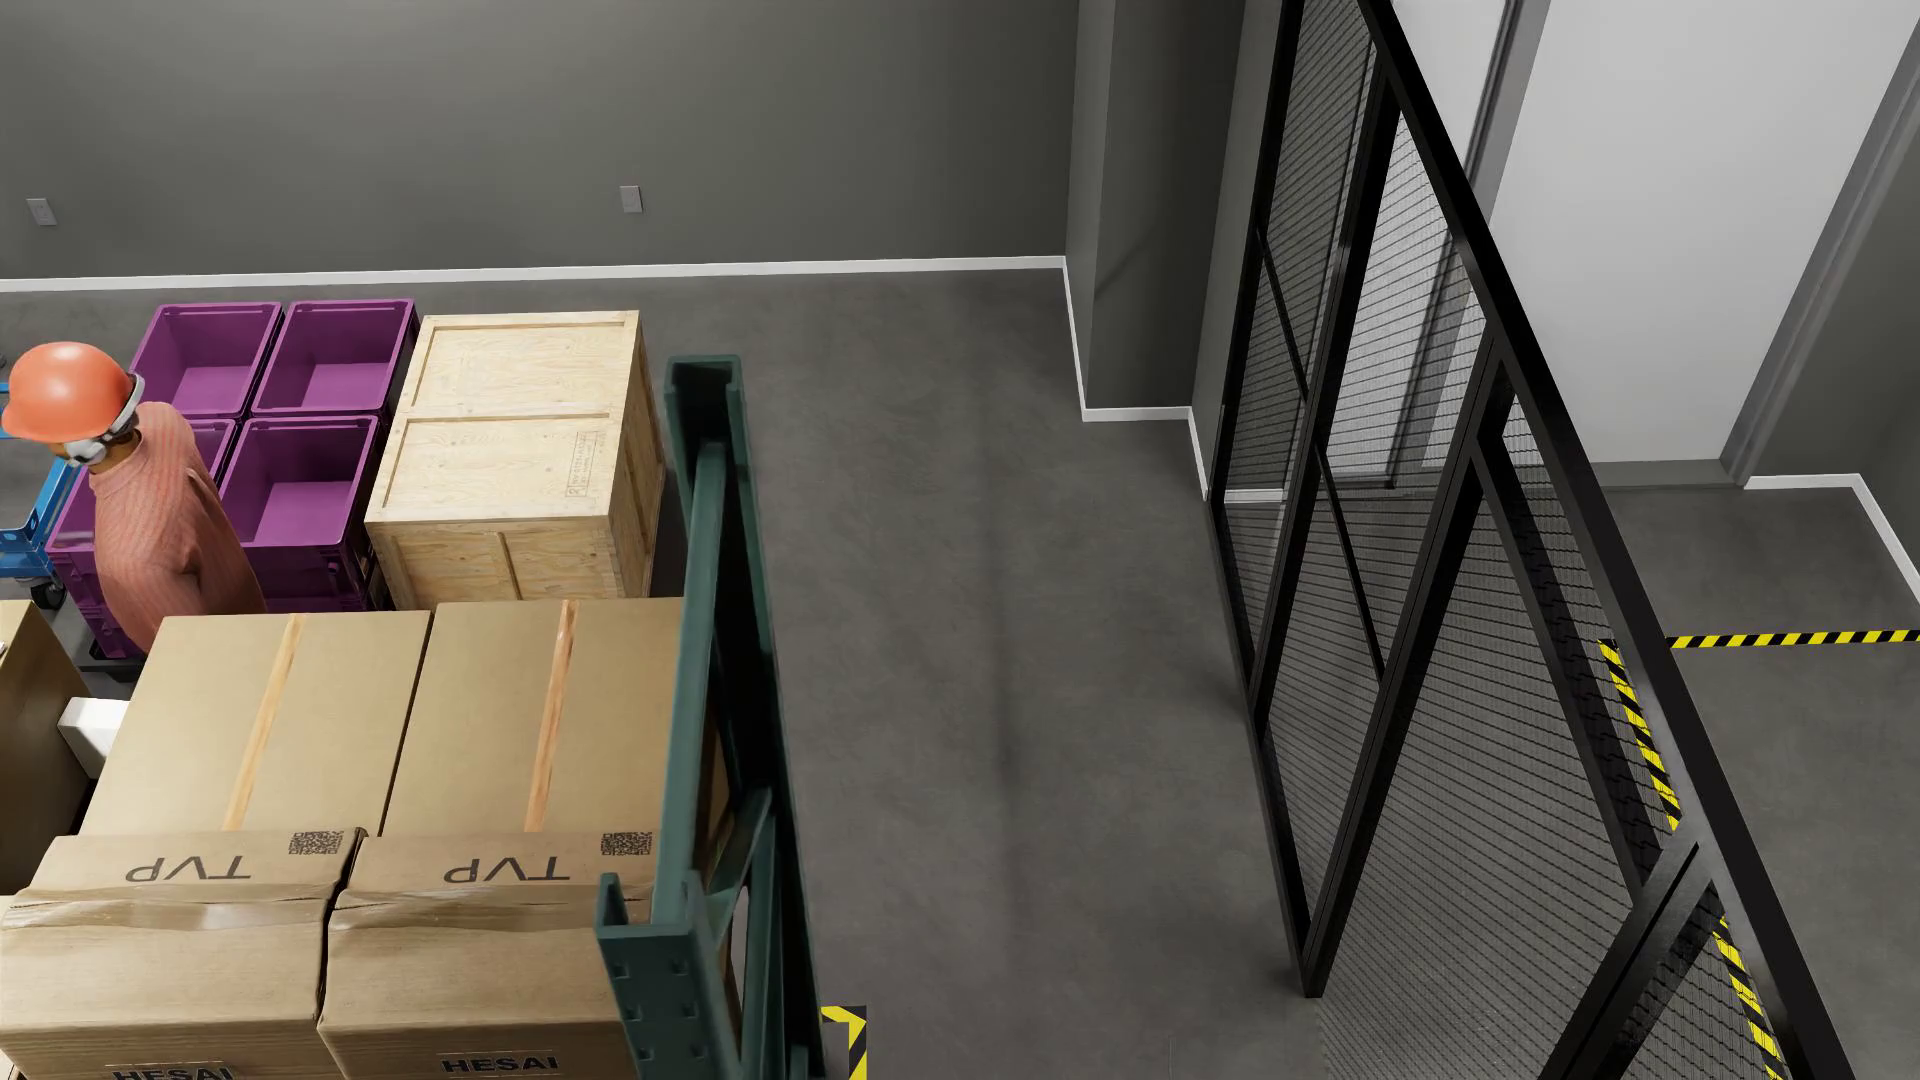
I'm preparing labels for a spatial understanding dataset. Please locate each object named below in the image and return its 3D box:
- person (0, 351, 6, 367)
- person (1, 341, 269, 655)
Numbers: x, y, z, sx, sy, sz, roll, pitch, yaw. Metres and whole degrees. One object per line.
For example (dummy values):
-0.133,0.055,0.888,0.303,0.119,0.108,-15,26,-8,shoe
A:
-4.024,-1.272,5.971,0.352,1.937,0.635,-3,46,-3,person
-2.038,0.253,4.478,0.378,1.993,0.611,-12,48,-11,person
